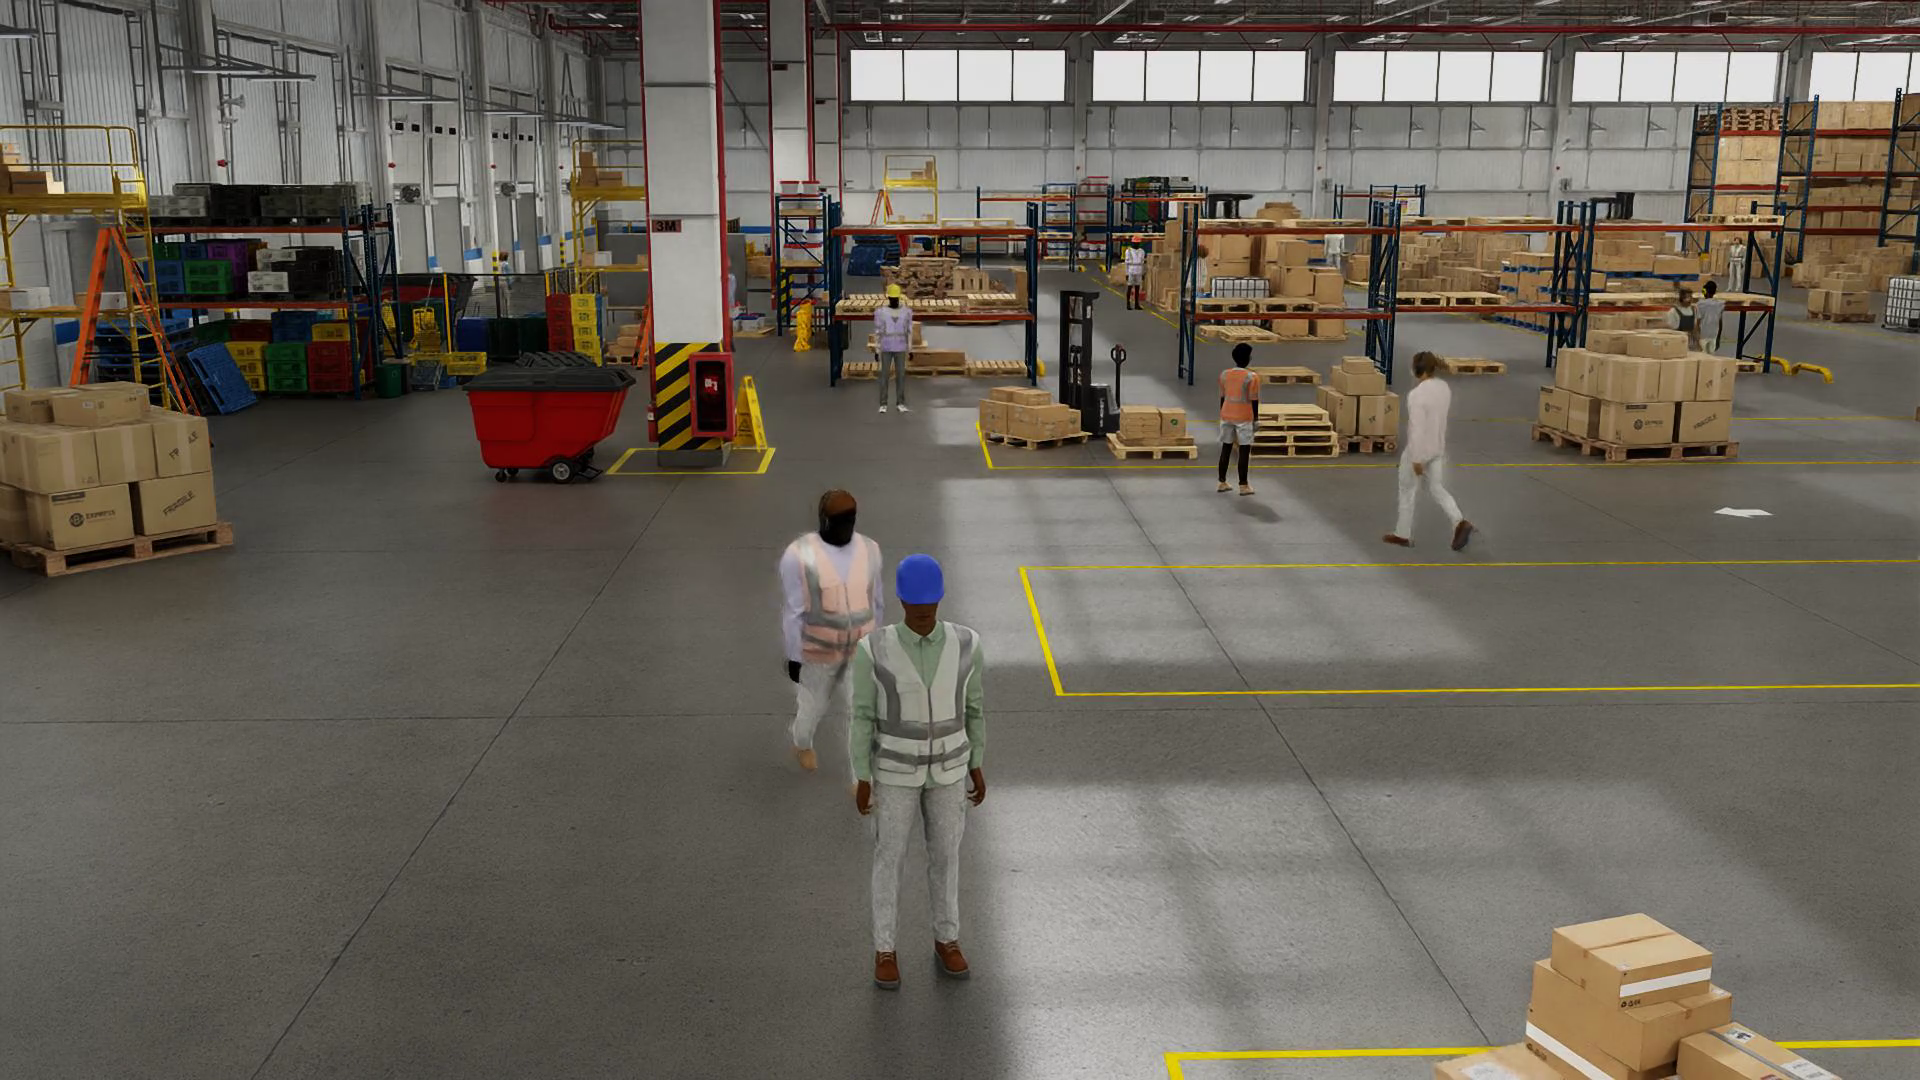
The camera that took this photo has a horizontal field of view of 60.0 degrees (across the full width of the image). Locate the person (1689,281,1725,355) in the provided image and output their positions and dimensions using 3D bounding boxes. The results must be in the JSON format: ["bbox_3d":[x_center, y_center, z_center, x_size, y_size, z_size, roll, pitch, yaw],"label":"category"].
[{"bbox_3d":[11.828,-3.176,26.380,0.507,1.865,0.329,-2,13,-8],"label":"person"}]

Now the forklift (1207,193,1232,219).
[{"bbox_3d":[8.749,-10.320,56.317,1.129,2.768,1.873,-9,15,-35],"label":"forklift"}]

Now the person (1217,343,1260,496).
[{"bbox_3d":[3.098,-1.344,18.508,0.534,1.692,0.321,12,17,43],"label":"person"}]

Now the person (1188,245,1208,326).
[{"bbox_3d":[5.587,-5.938,38.826,0.438,1.865,0.619,1,13,7],"label":"person"}]

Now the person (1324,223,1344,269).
[{"bbox_3d":[11.888,-9.093,52.920,0.627,1.940,0.372,1,13,6],"label":"person"}]

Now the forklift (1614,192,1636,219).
[{"bbox_3d":[23.984,-11.175,60.176,1.873,2.768,1.129,0,12,-2],"label":"forklift"}]

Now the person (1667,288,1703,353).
[{"bbox_3d":[11.182,-3.018,25.830,0.510,1.802,0.951,-6,14,-26],"label":"person"}]

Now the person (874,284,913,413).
[{"bbox_3d":[-0.987,-2.854,24.781,0.594,1.922,0.385,-3,13,-12],"label":"person"}]

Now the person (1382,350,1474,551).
[{"bbox_3d":[4.452,-0.834,15.705,0.633,1.913,0.831,-10,16,-38],"label":"person"}]

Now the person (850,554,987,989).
[{"bbox_3d":[-0.174,1.004,7.308,0.617,1.946,0.393,-4,13,-16],"label":"person"}]

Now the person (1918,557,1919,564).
[{"bbox_3d":[9.040,-0.593,15.080,0.503,1.691,0.898,11,17,42],"label":"person"}]

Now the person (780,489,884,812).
[{"bbox_3d":[-0.734,0.587,9.518,0.621,1.813,0.831,-5,13,-22],"label":"person"}]

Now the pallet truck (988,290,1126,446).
[{"bbox_3d":[1.257,-2.299,22.111,1.885,1.965,0.823,-9,15,-35],"label":"pallet truck"}]

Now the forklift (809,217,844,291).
[{"bbox_3d":[-4.375,-8.619,48.637,1.873,2.768,1.129,0,12,-2],"label":"forklift"}]

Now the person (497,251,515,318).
[{"bbox_3d":[-11.180,-6.258,40.828,0.313,1.633,0.515,-10,16,-38],"label":"person"}]

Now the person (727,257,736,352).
[{"bbox_3d":[-4.745,-4.735,33.329,0.543,1.913,0.880,-5,14,-23],"label":"person"}]

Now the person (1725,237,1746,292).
[{"bbox_3d":[23.254,-8.258,49.829,0.307,1.640,0.521,-9,16,-36],"label":"person"}]

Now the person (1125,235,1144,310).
[{"bbox_3d":[4.553,-6.949,43.244,0.544,1.939,0.355,-5,13,-20],"label":"person"}]
